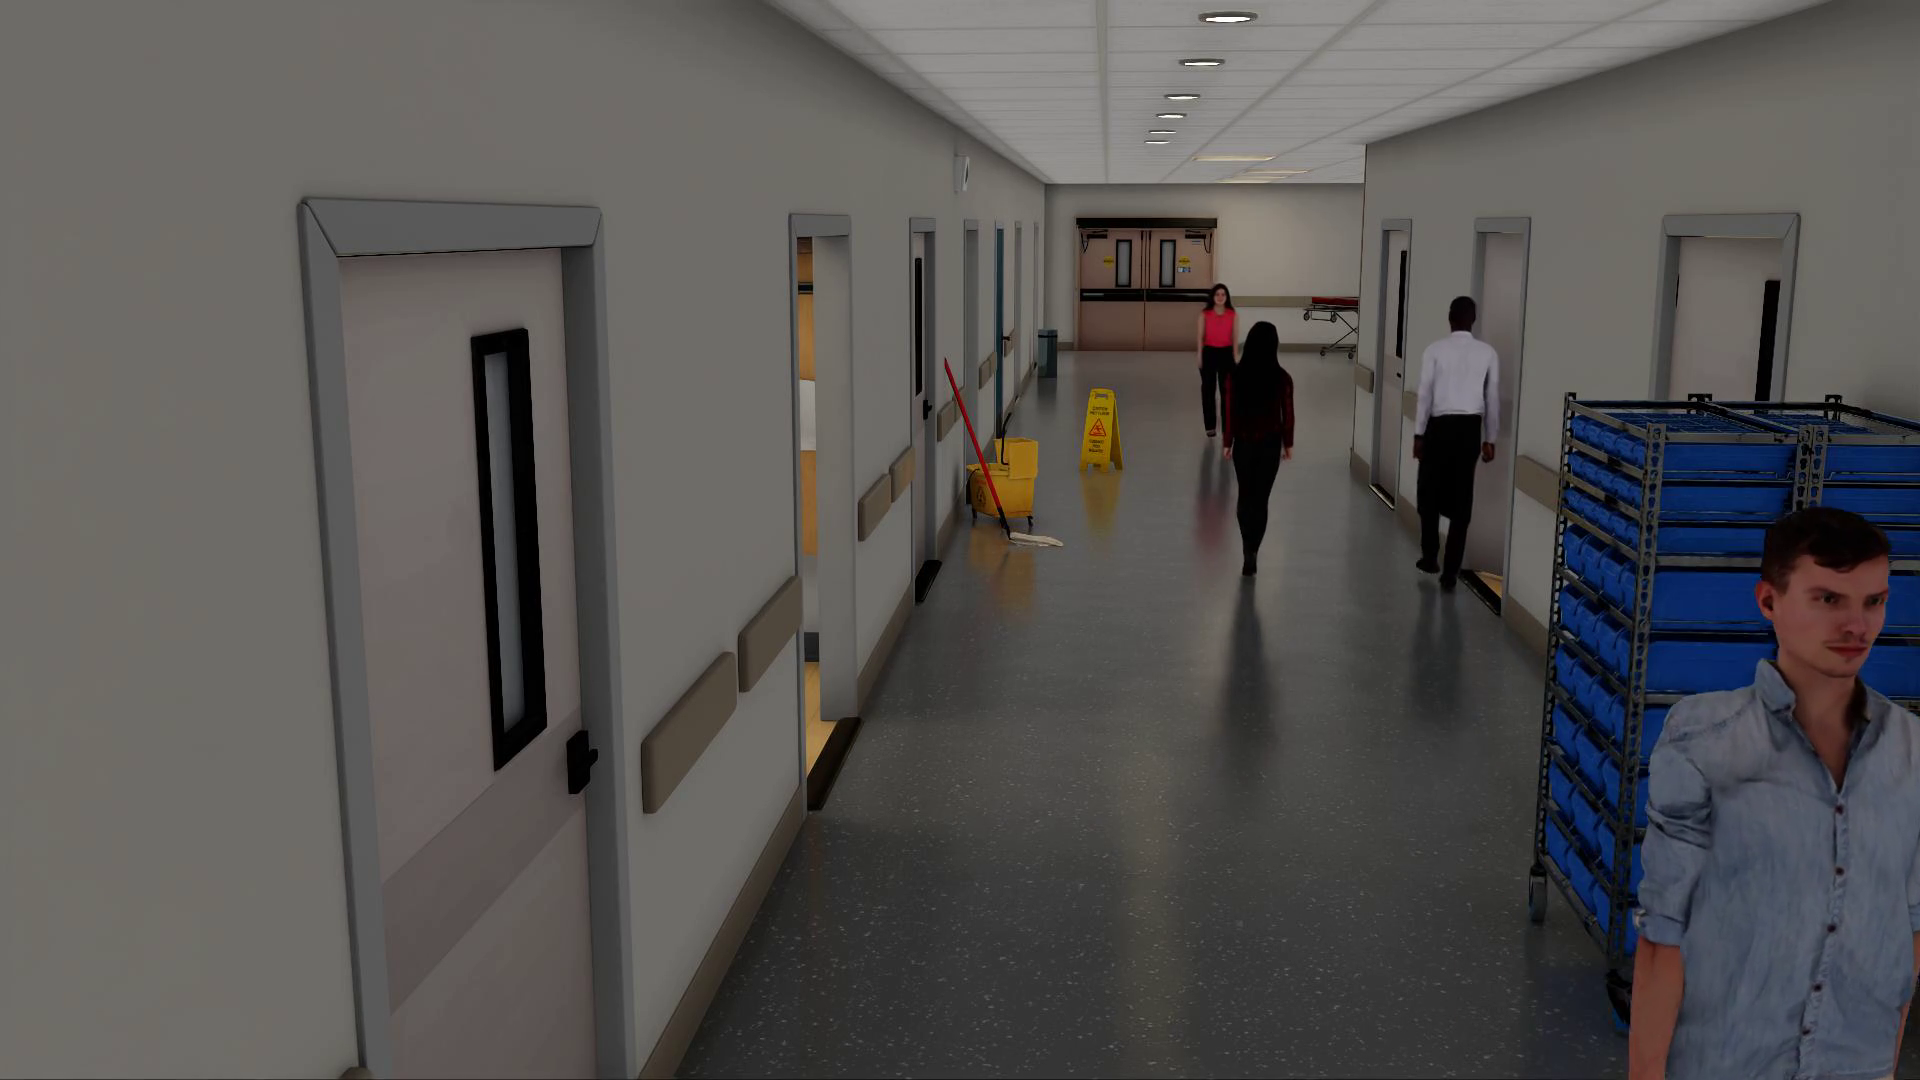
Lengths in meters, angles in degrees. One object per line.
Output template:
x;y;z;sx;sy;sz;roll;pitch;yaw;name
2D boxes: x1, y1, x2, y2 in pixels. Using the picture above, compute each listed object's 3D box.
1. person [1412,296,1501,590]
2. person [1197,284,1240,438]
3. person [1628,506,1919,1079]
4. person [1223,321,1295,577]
3.091;-0.593;10.404;0.727;1.817;0.890;2;11;11;person
2.725;-1.883;17.697;0.591;1.632;0.949;1;11;4;person
1.301;0.854;2.791;0.658;1.812;1.174;1;11;4;person
1.920;-0.566;10.755;0.697;1.632;0.949;3;11;14;person
